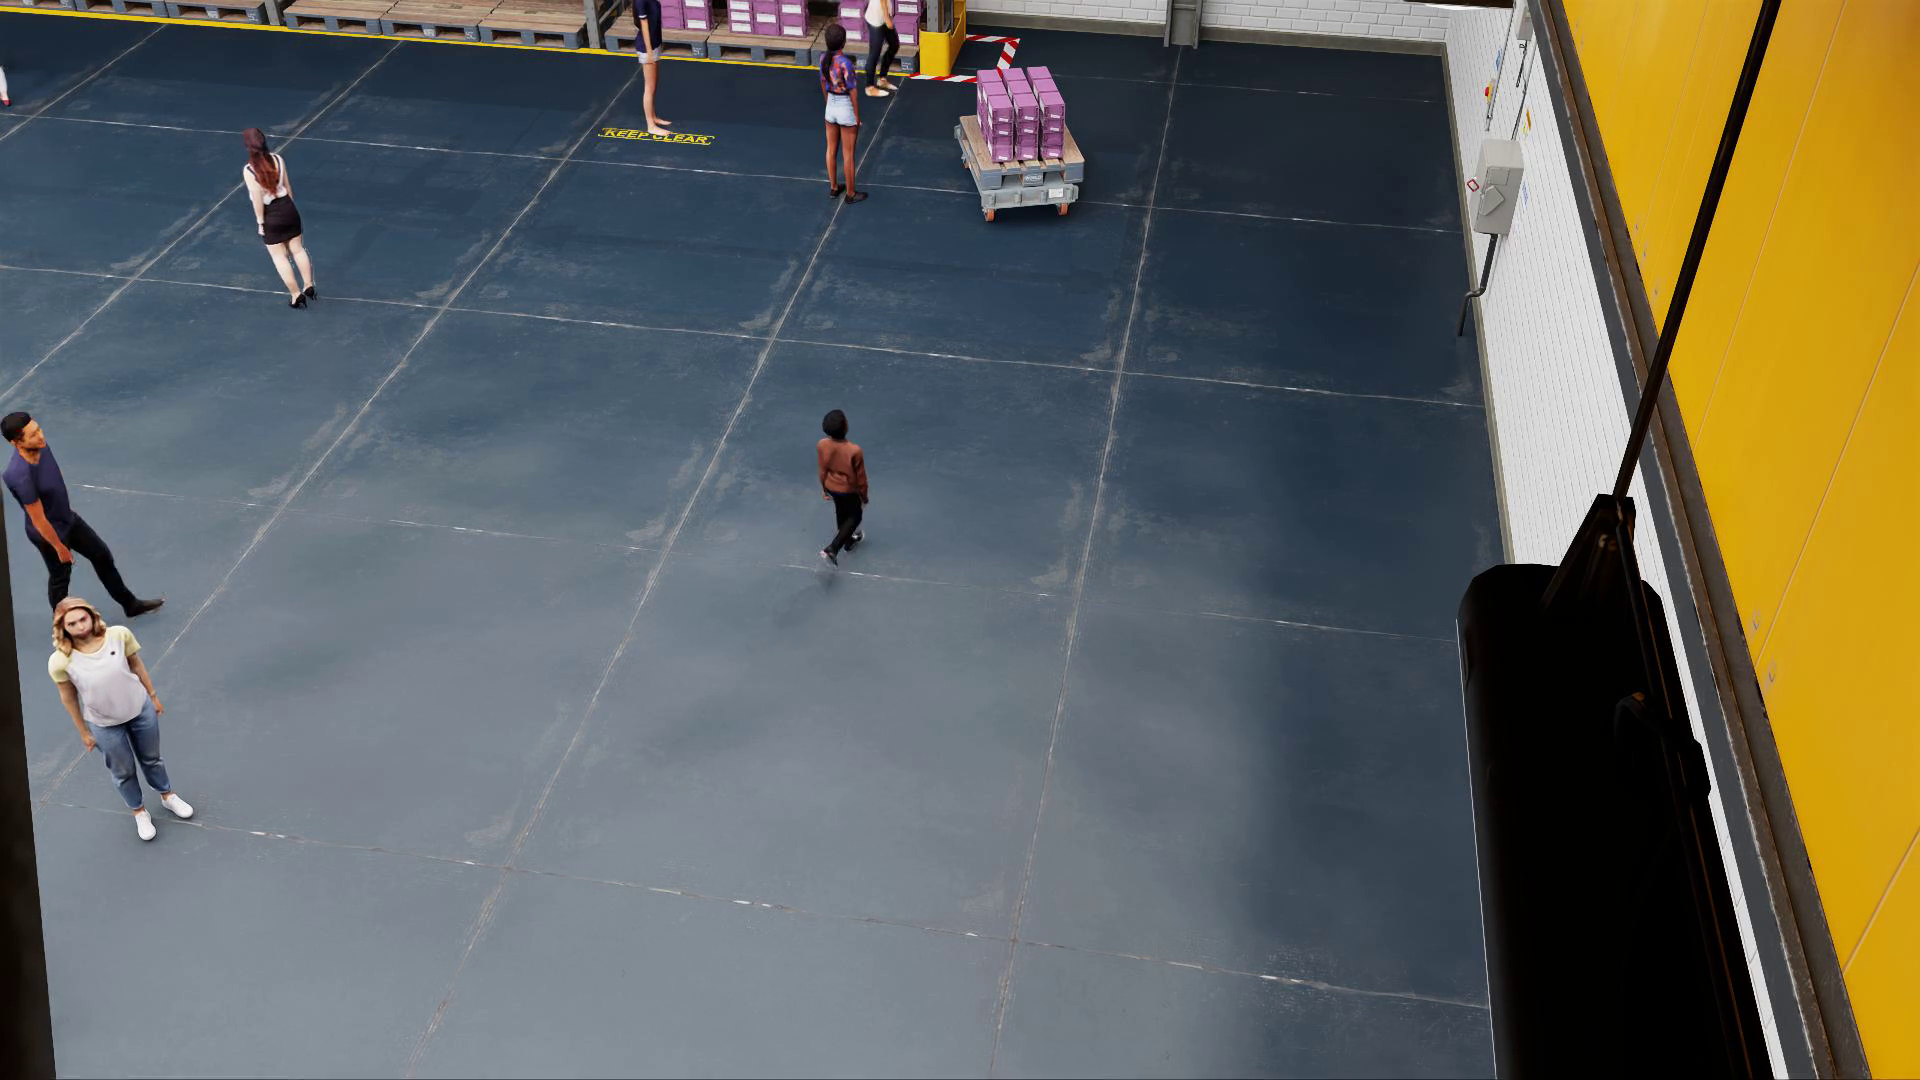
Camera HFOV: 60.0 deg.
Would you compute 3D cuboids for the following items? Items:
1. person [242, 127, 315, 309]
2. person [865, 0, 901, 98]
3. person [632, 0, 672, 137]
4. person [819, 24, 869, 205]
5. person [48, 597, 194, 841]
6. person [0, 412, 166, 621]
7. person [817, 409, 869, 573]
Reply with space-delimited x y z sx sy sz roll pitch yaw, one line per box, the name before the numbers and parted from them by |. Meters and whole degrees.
person | -5.862 -2.765 14.302 0.652 1.648 0.637 22 43 25
person | -0.956 -5.573 17.718 0.613 1.774 0.592 4 39 5
person | -3.198 -5.056 17.078 0.588 1.765 0.617 -2 39 -2
person | -1.141 -4.067 15.850 0.605 1.751 0.724 26 45 29
person | -4.826 0.998 9.531 0.729 1.723 0.715 30 48 32
person | -5.982 -0.075 10.836 0.971 1.770 0.796 -3 39 -4
person | -0.840 -0.340 11.587 0.781 1.246 0.733 19 42 22
